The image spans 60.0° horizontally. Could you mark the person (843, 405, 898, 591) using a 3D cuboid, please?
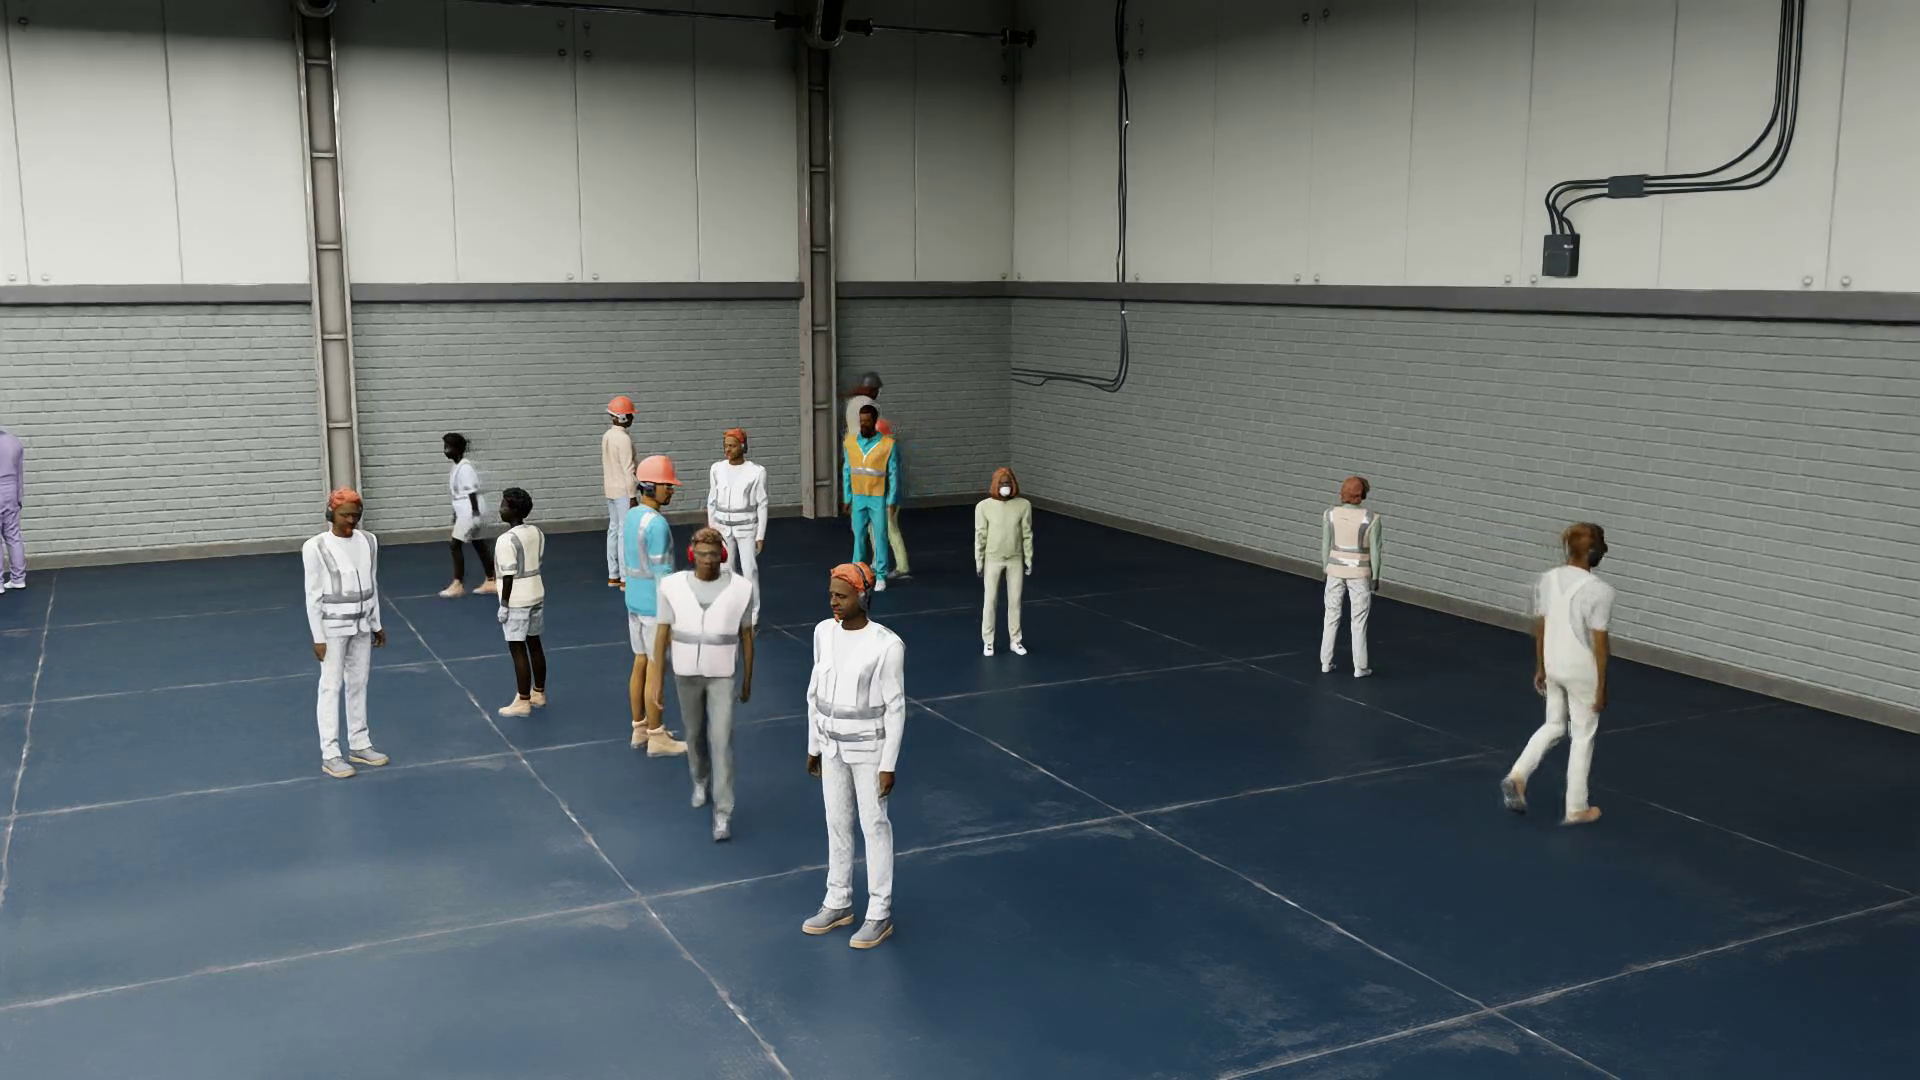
[{"bbox_3d":[-0.917,-0.435,17.085,0.590,1.920,0.398,3,10,19],"label":"person"}]

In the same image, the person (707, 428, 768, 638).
[{"bbox_3d":[-1.995,-0.057,14.869,0.573,1.883,0.356,3,10,18],"label":"person"}]

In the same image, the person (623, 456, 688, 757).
[{"bbox_3d":[-2.070,0.443,11.303,0.394,2.040,0.608,-5,11,-30],"label":"person"}]

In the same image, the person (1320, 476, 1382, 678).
[{"bbox_3d":[3.159,0.296,13.478,0.510,1.630,0.316,7,11,35],"label":"person"}]

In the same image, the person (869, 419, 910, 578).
[{"bbox_3d":[-0.834,-0.435,17.706,0.656,1.709,0.628,-1,9,-3],"label":"person"}]

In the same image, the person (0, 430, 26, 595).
[{"bbox_3d":[-9.818,-0.402,16.901,0.409,1.913,0.647,3,10,15],"label":"person"}]

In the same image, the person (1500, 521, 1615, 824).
[{"bbox_3d":[3.546,0.799,9.757,0.612,1.833,0.510,-5,11,-29],"label":"person"}]

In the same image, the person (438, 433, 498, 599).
[{"bbox_3d":[-4.998,-0.245,16.679,0.712,1.658,0.540,-4,10,-22],"label":"person"}]

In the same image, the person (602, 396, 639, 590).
[{"bbox_3d":[-3.473,-0.480,17.129,0.375,1.995,0.610,-6,11,-34],"label":"person"}]

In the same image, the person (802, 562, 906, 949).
[{"bbox_3d":[-0.525,1.038,8.122,0.575,1.882,0.355,7,12,37],"label":"person"}]

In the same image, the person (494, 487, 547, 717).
[{"bbox_3d":[-3.254,0.452,12.290,0.315,1.700,0.541,2,9,14],"label":"person"}]

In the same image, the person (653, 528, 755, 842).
[{"bbox_3d":[-1.505,0.801,9.866,0.586,1.798,0.981,-1,9,-4],"label":"person"}]

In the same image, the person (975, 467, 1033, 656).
[{"bbox_3d":[0.371,0.186,14.163,0.499,1.627,0.280,-2,9,-11],"label":"person"}]

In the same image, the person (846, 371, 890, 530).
[{"bbox_3d":[-1.044,-1.142,21.064,0.820,2.000,0.698,-5,10,-28],"label":"person"}]

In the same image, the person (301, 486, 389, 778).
[{"bbox_3d":[-4.012,0.587,10.890,0.362,1.886,0.575,5,10,28],"label":"person"}]
